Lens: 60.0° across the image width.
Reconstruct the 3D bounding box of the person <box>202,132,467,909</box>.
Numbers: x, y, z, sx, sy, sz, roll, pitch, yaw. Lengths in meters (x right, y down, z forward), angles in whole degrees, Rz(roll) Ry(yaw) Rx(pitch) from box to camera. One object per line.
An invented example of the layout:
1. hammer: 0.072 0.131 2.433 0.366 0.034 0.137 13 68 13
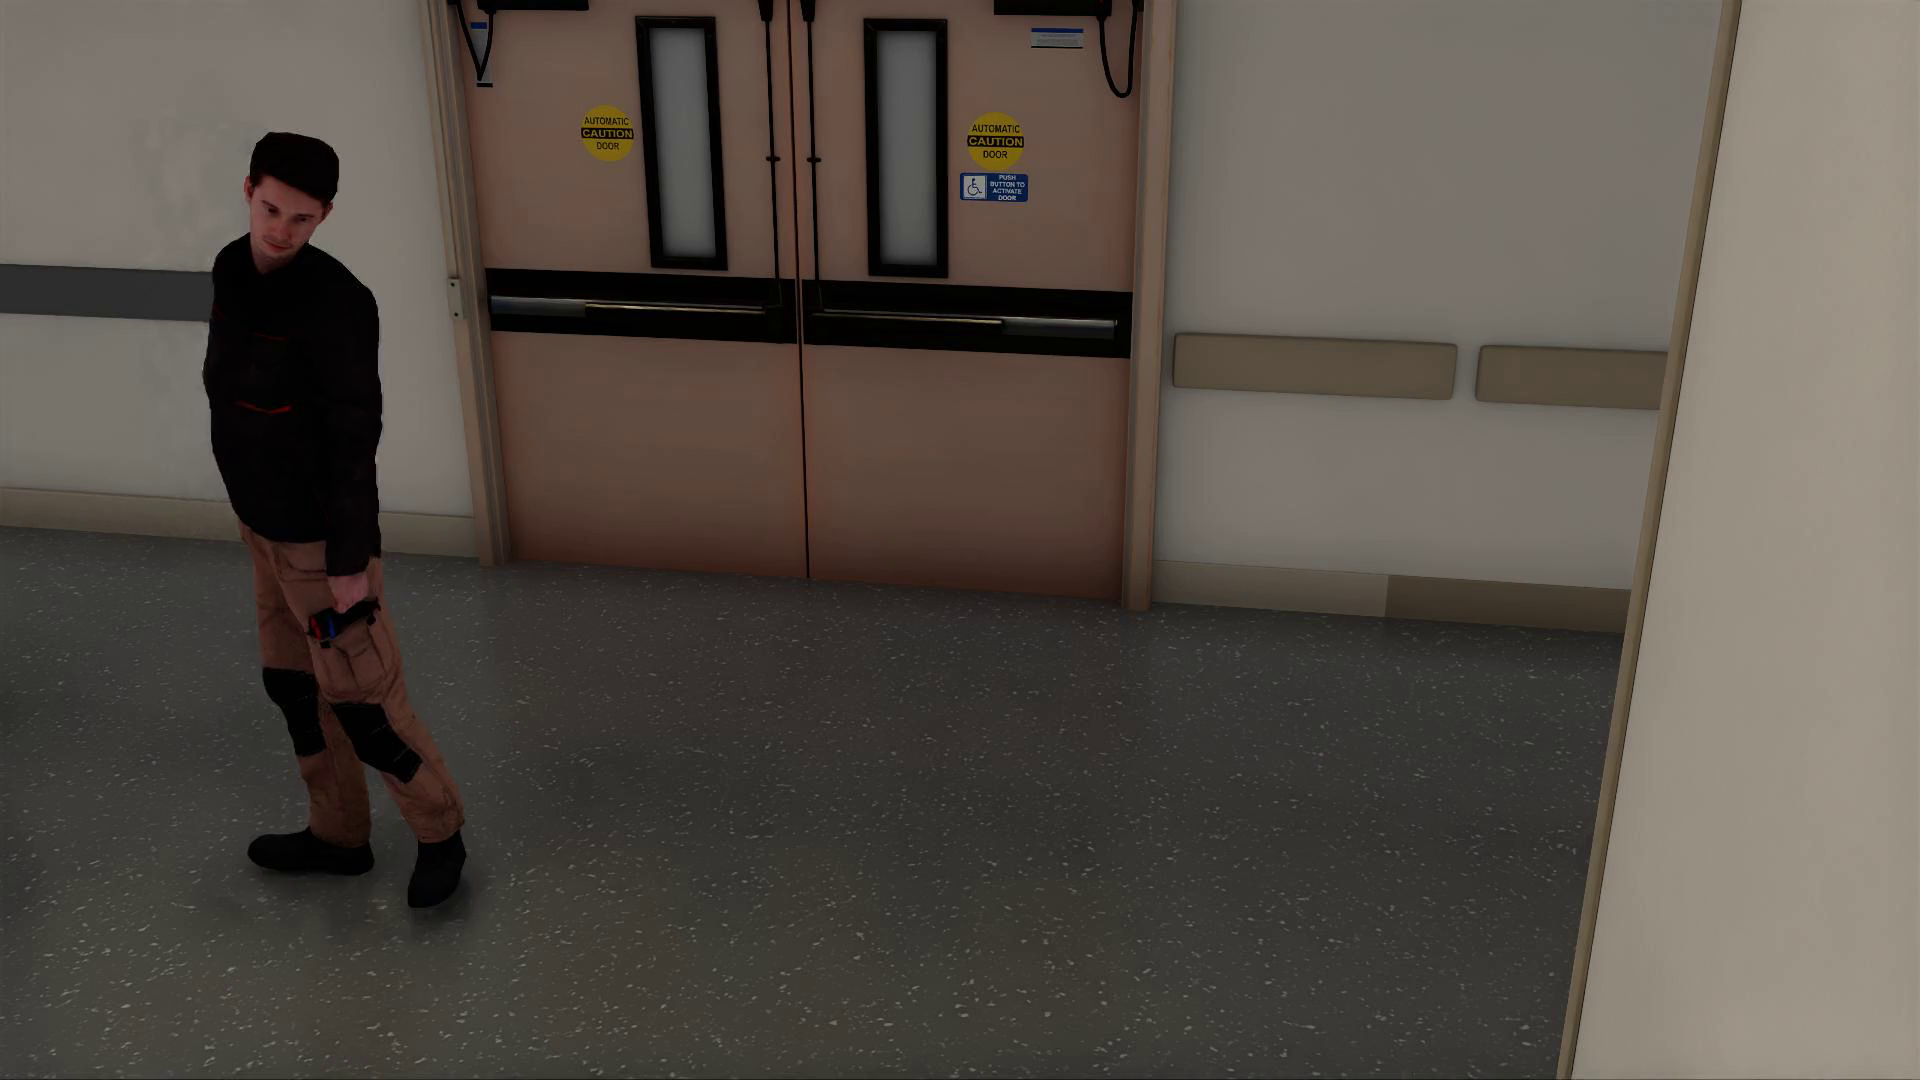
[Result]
1. person: -1.567 -0.024 3.974 0.946 1.891 0.818 -13 24 -30
